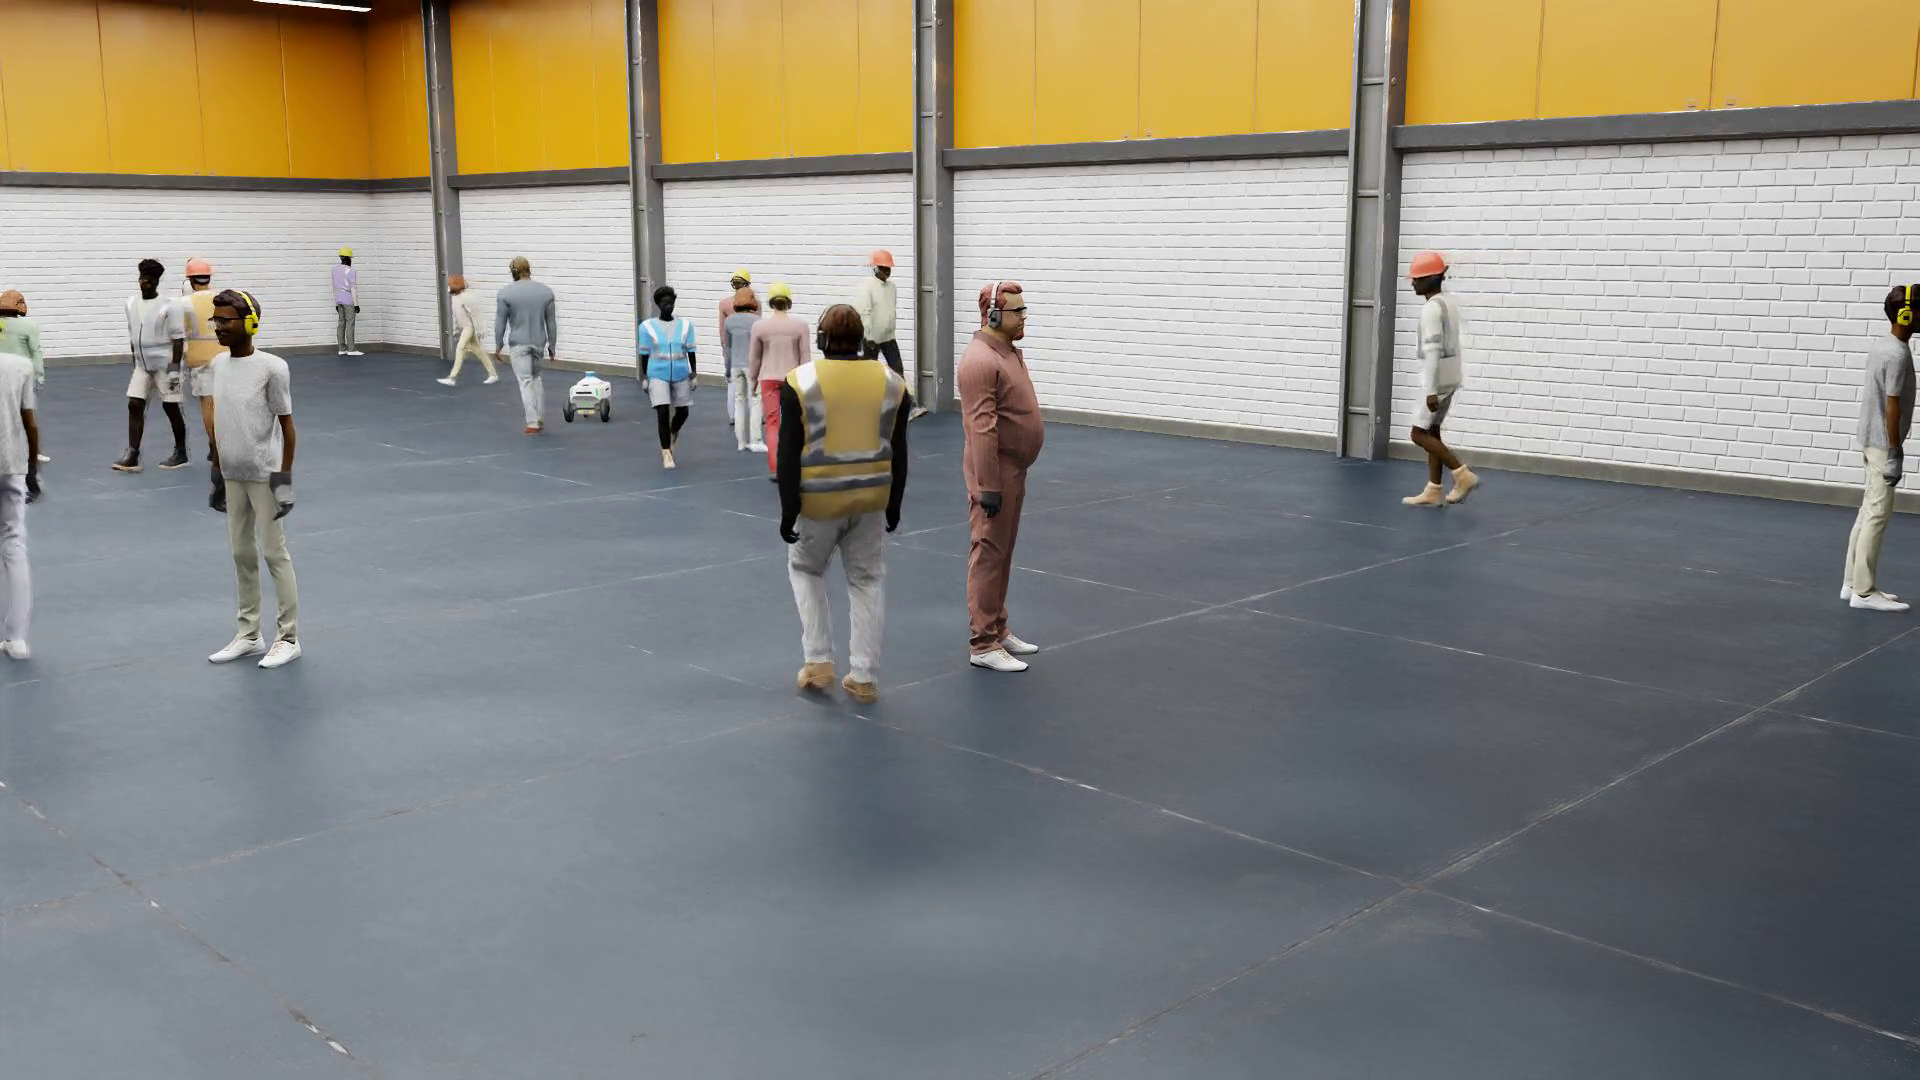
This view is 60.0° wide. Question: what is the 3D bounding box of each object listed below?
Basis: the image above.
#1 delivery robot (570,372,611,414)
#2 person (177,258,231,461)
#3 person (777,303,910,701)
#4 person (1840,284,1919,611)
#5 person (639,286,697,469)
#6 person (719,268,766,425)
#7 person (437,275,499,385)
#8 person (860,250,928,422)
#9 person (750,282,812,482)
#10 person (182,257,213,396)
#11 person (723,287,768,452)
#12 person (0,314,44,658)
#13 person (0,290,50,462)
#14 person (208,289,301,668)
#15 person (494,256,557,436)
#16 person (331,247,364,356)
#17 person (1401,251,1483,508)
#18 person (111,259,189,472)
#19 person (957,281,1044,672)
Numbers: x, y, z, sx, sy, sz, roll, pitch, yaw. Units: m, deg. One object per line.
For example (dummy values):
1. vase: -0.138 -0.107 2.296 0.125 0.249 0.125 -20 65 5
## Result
1. delivery robot: -4.271 -1.704 19.232 0.477 0.478 0.707 0 10 0
2. person: -7.151 -1.708 15.788 0.571 1.912 0.610 -8 13 -38
3. person: -0.561 -0.176 7.698 0.650 1.821 0.573 -4 11 -22
4. person: 5.297 -0.521 9.488 0.333 1.866 0.514 4 11 19
5. person: -2.711 -1.517 15.420 0.538 1.678 0.650 -4 11 -22
6. person: -2.443 -2.162 18.708 0.522 1.761 0.321 2 11 11
7. person: -7.038 -2.993 23.774 0.893 1.563 0.499 -7 12 -32
8. person: -0.824 -2.296 18.893 0.970 1.948 0.662 9 14 40
9. person: -1.576 -1.398 14.661 0.545 1.716 0.929 -1 10 -5
10. person: -10.148 -2.837 22.167 0.344 1.839 0.504 -2 11 -13
11. person: -2.097 -1.682 16.470 0.596 1.619 0.365 5 12 27
12. person: -4.970 -0.331 8.494 0.519 1.836 0.693 -9 14 -41
13. person: -8.831 -1.523 15.583 0.499 1.629 0.273 -1 10 -4
14. person: -3.519 -0.299 8.238 0.518 1.874 0.329 4 11 22
15. person: -4.684 -2.073 17.835 0.622 1.905 0.731 -8 13 -38
16. person: -10.906 -4.241 29.607 0.588 1.918 0.397 7 12 32
17. person: 3.710 -1.218 12.856 0.592 2.015 0.642 6 12 31
18. person: -7.323 -1.553 14.948 0.658 1.916 0.884 3 11 16
19. person: 0.210 -0.318 8.246 0.410 1.909 0.643 2 11 11
